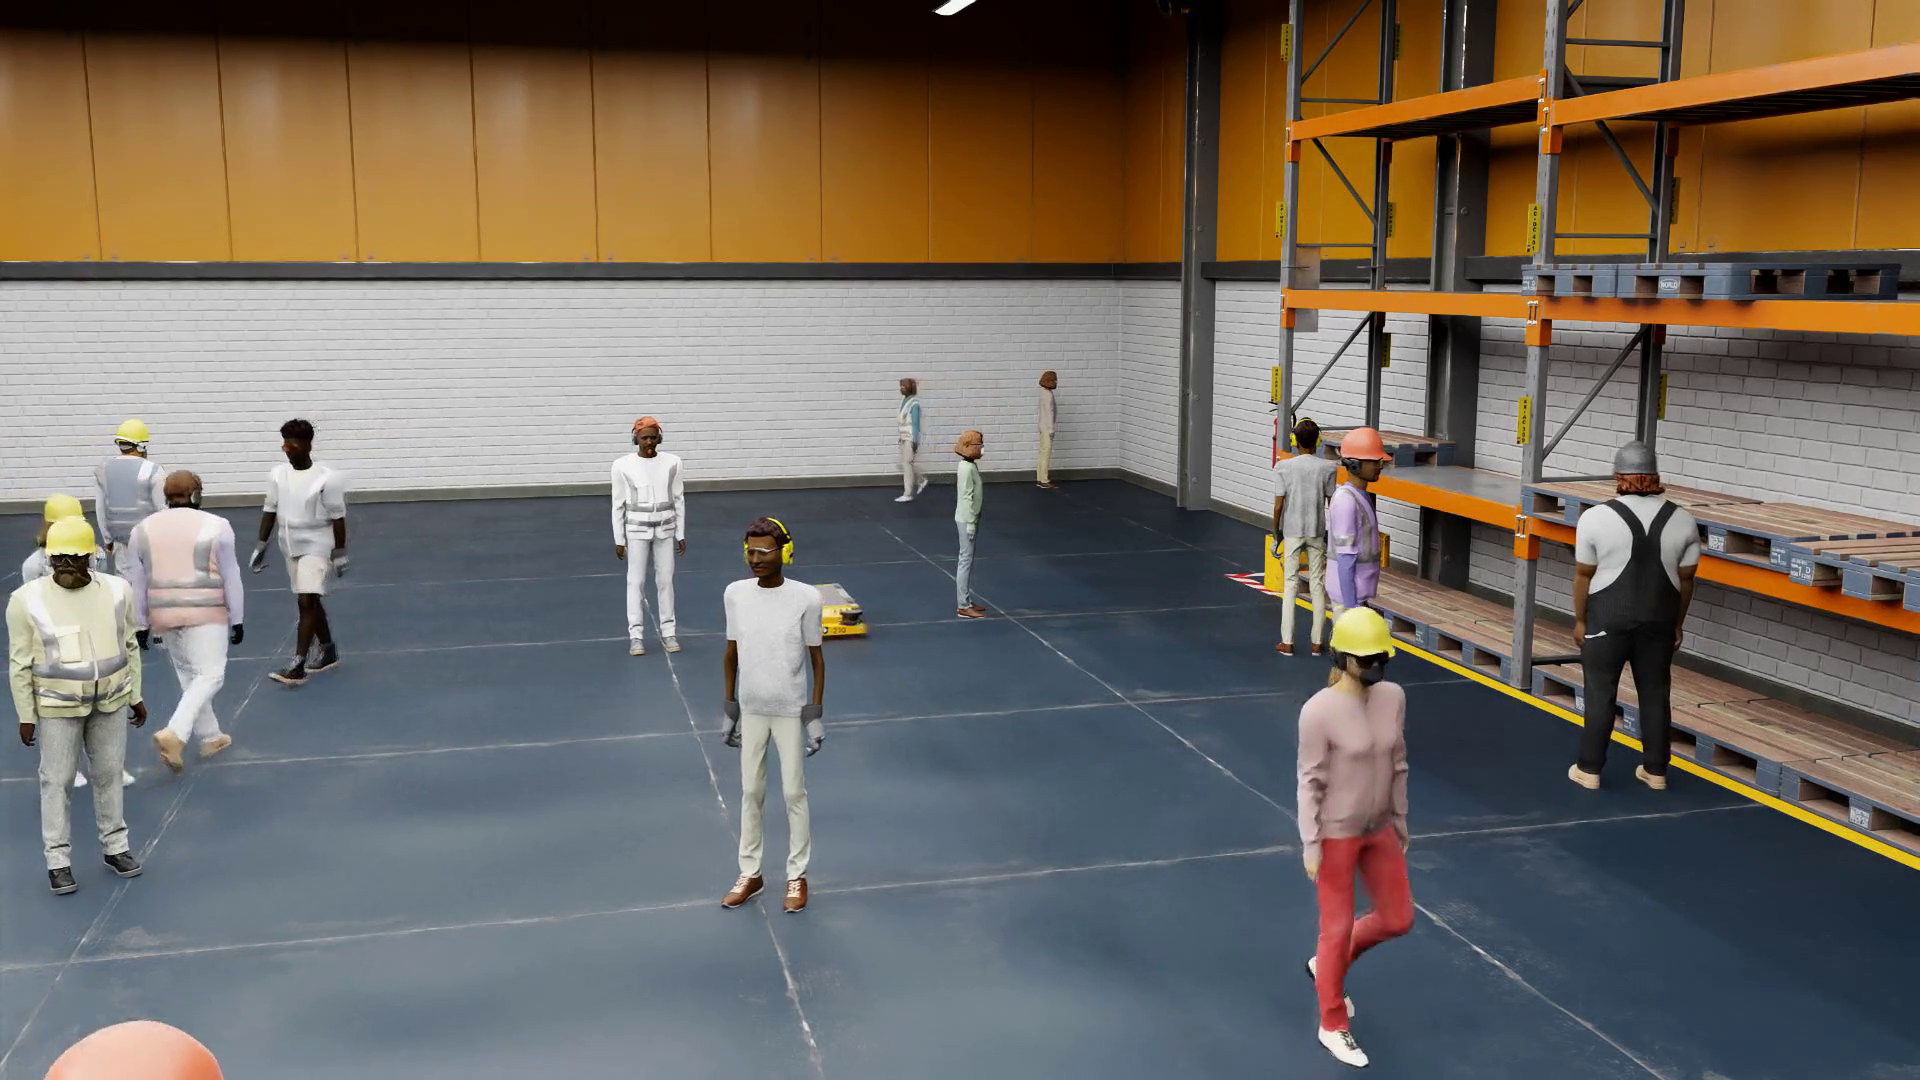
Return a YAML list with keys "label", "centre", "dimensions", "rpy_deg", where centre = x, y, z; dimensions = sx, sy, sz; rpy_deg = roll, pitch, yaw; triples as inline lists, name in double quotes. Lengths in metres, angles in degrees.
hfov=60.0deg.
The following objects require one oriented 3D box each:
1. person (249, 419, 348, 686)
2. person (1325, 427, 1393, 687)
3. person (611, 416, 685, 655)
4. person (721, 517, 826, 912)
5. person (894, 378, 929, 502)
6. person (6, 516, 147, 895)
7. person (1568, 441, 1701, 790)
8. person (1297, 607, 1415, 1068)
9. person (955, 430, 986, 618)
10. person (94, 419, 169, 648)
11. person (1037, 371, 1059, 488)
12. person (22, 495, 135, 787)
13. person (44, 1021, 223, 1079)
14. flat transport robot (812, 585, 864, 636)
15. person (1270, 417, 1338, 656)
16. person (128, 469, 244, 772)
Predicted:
- label: "person"
  centre: [-4.867, 0.084, 12.166]
  dimensions: [0.613, 1.925, 0.862]
  rpy_deg: [4, 10, 22]
- label: "person"
  centre: [2.458, 0.321, 10.308]
  dimensions: [0.373, 2.043, 0.615]
  rpy_deg: [3, 10, 18]
- label: "person"
  centre: [-2.438, -0.037, 13.057]
  dimensions: [0.572, 1.882, 0.338]
  rpy_deg: [-4, 10, -26]
- label: "person"
  centre: [-0.876, 0.811, 7.788]
  dimensions: [0.515, 1.872, 0.333]
  rpy_deg: [2, 9, 14]
- label: "person"
  centre: [-0.645, -1.314, 21.786]
  dimensions: [0.436, 1.626, 0.530]
  rpy_deg: [-3, 10, -21]
- label: "person"
  centre: [-4.265, 0.784, 8.084]
  dimensions: [0.403, 1.827, 0.599]
  rpy_deg: [8, 12, 42]
- label: "person"
  centre: [3.879, 0.425, 9.669]
  dimensions: [0.682, 2.000, 0.536]
  rpy_deg: [0, 9, 3]
- label: "person"
  centre: [1.487, 1.105, 6.320]
  dimensions: [0.548, 1.753, 0.416]
  rpy_deg: [-5, 11, -31]
- label: "person"
  centre: [0.095, -0.145, 14.495]
  dimensions: [0.280, 1.633, 0.500]
  rpy_deg: [0, 9, 2]
- label: "person"
  centre: [-6.547, -0.047, 13.264]
  dimensions: [0.599, 1.830, 0.403]
  rpy_deg: [1, 9, 5]
- label: "person"
  centre: [1.225, -1.542, 23.212]
  dimensions: [0.269, 1.632, 0.505]
  rpy_deg: [-2, 9, -9]
- label: "person"
  centre: [-5.061, 0.598, 9.550]
  dimensions: [0.661, 1.719, 0.517]
  rpy_deg: [7, 11, 36]
- label: "person"
  centre: [-1.143, 1.633, 2.359]
  dimensions: [0.644, 1.972, 0.642]
  rpy_deg: [8, 12, 40]
- label: "flat transport robot"
  centre: [-1.261, 0.581, 14.198]
  dimensions: [0.652, 0.197, 1.431]
  rpy_deg: [-2, 9, -13]
- label: "person"
  centre: [2.684, -0.025, 12.994]
  dimensions: [0.514, 1.876, 0.328]
  rpy_deg: [0, 9, 3]
- label: "person"
  centre: [-4.679, 0.485, 10.044]
  dimensions: [0.633, 1.810, 0.802]
  rpy_deg: [0, 9, 1]
